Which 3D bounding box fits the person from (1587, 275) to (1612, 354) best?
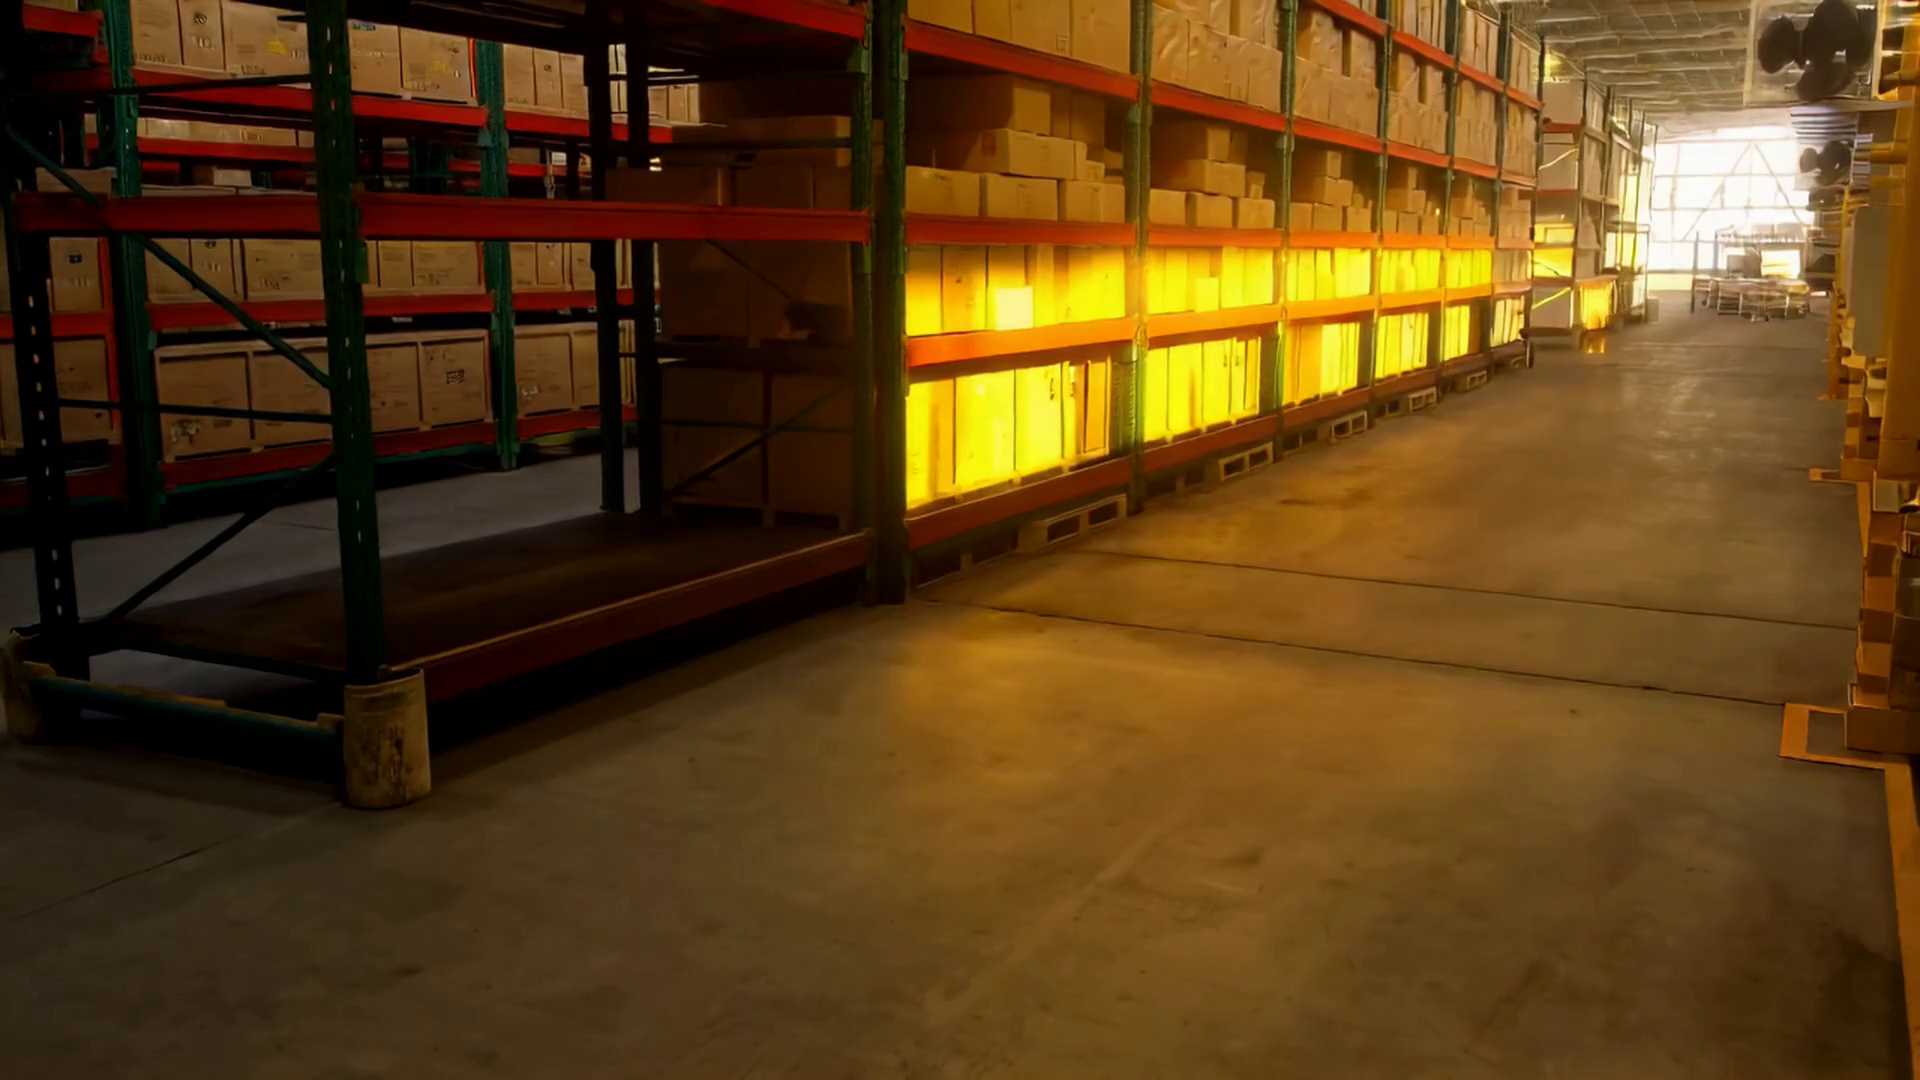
[{"bbox_3d":[13.780,-4.854,35.860,0.537,1.700,0.318,-1,10,-4],"label":"person"}]
